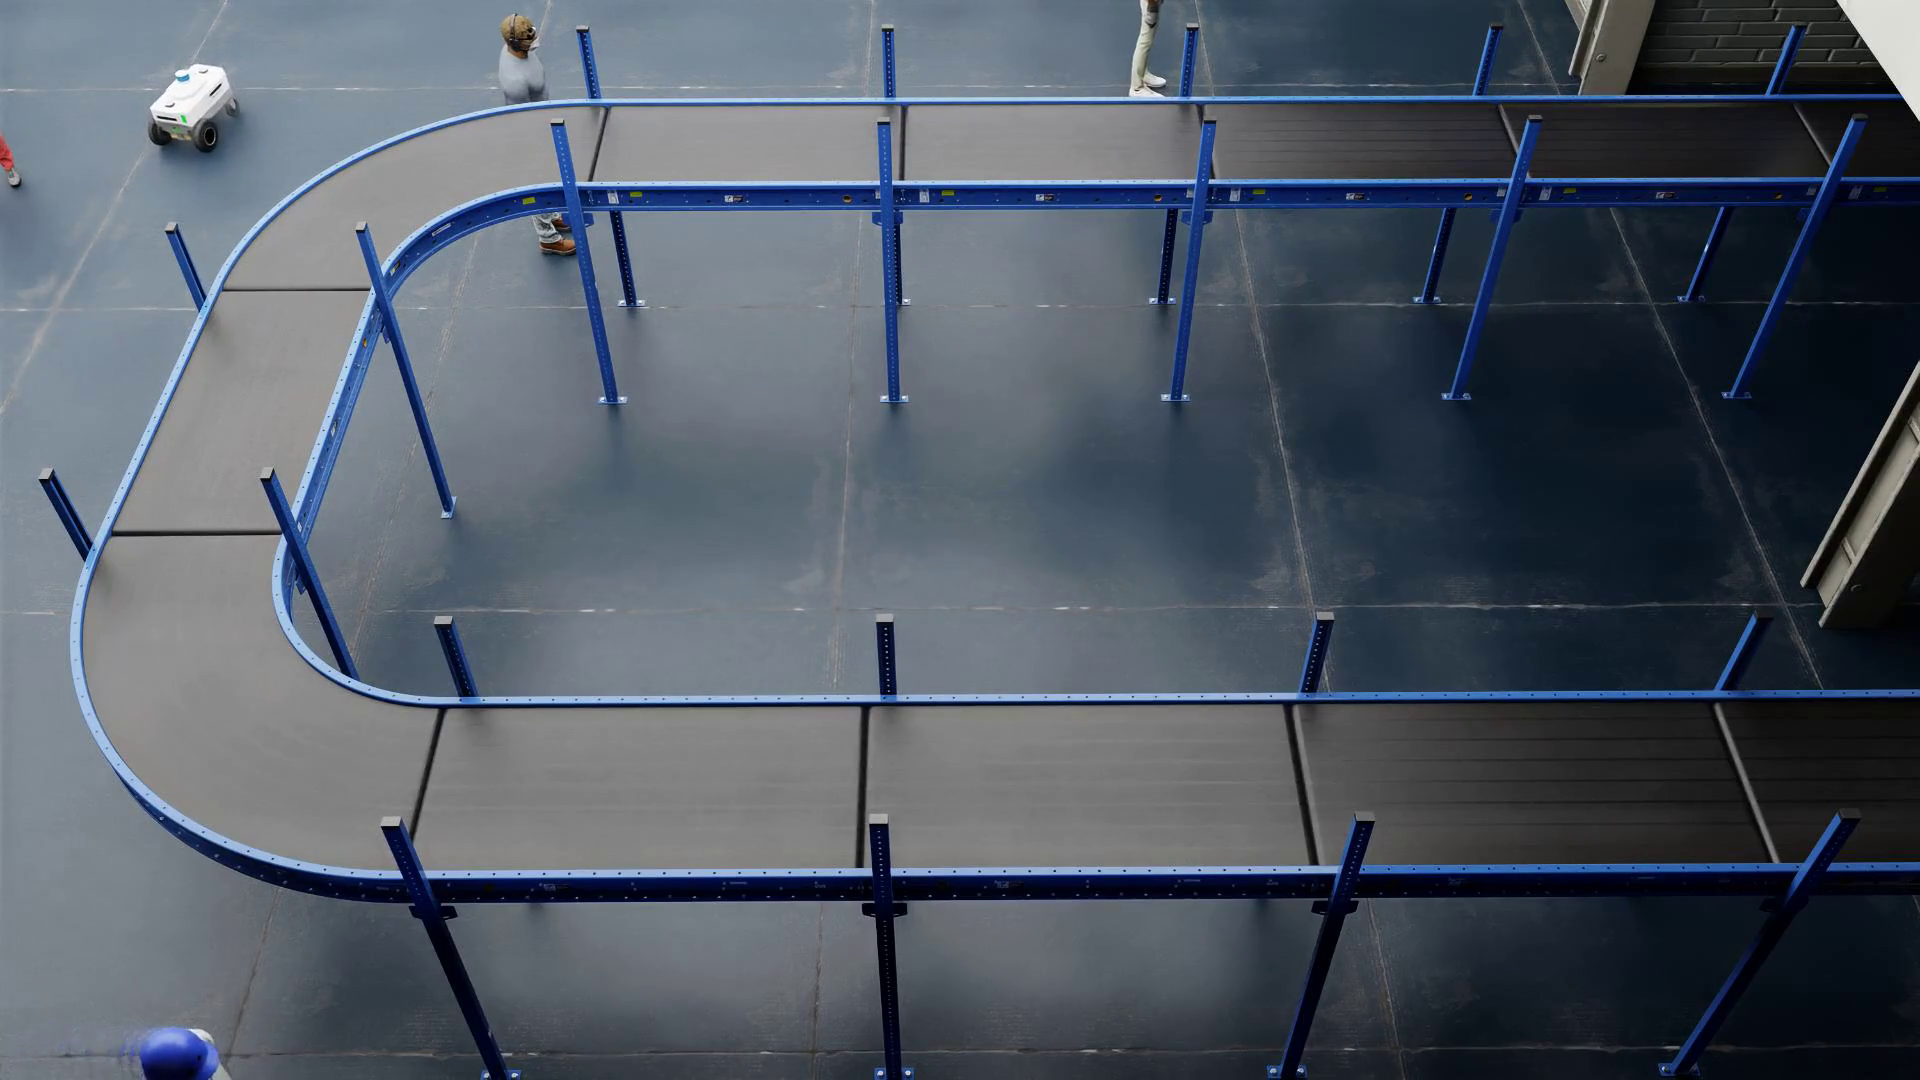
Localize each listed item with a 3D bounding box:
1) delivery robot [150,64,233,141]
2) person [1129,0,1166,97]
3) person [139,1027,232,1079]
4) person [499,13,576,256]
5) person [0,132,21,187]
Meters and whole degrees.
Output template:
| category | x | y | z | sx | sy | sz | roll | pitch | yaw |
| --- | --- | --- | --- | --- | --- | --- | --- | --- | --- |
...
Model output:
| category | x | y | z | sx | sy | sz | roll | pitch | yaw |
| --- | --- | --- | --- | --- | --- | --- | --- | --- | --- |
| delivery robot | -6.388 | -3.670 | 14.273 | 0.477 | 0.478 | 0.707 | 10 | 48 | 9 |
| person | 1.618 | -4.518 | 14.226 | 0.327 | 1.865 | 0.517 | 10 | 48 | 9 |
| person | -3.213 | 2.658 | 7.502 | 0.985 | 1.900 | 0.612 | 3 | 47 | 3 |
| person | -3.157 | -3.027 | 12.777 | 0.355 | 1.938 | 0.637 | -7 | 47 | -6 |
| person | -7.840 | -3.517 | 13.352 | 0.525 | 1.769 | 0.313 | -12 | 48 | -11 |
